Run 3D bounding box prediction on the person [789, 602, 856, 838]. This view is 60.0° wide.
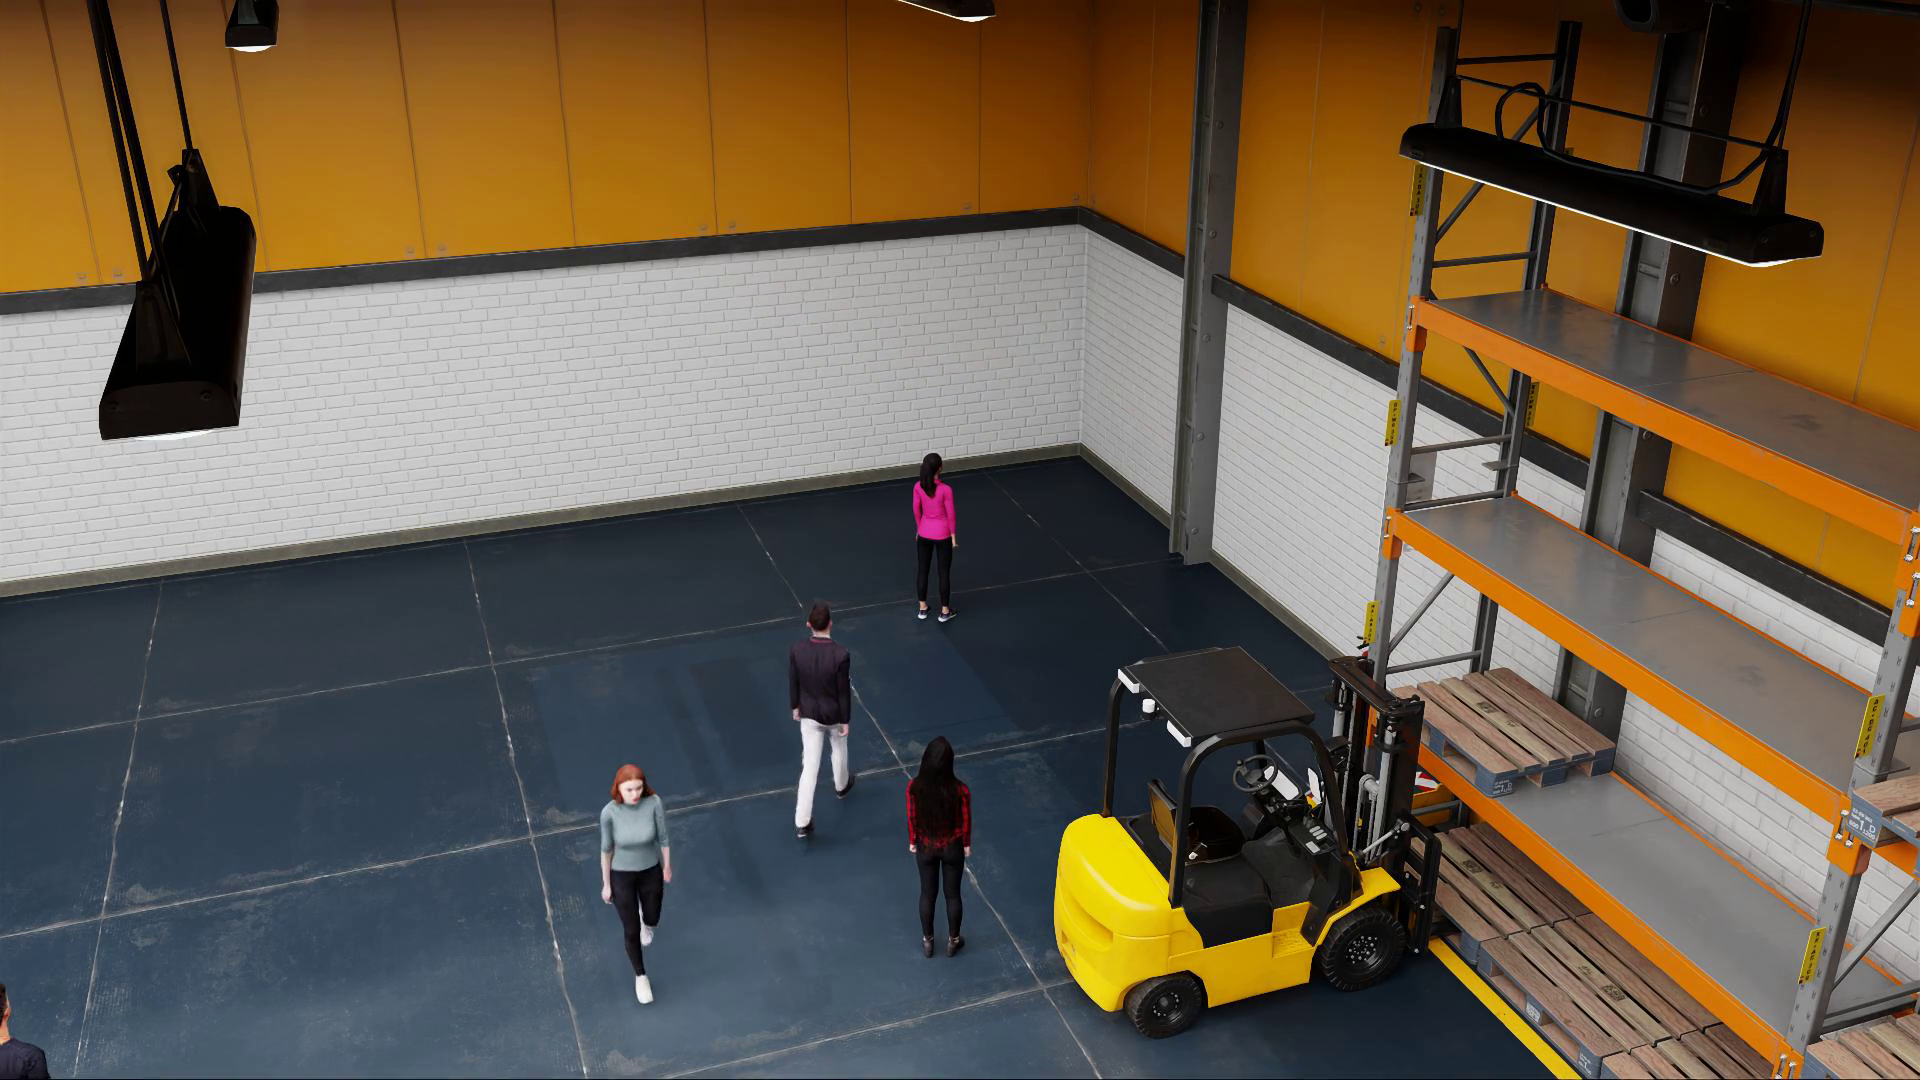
[{"bbox_3d":[-1.083,1.389,12.566,1.129,1.795,1.335,5,24,12],"label":"person"}]

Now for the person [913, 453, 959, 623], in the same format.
[{"bbox_3d":[-0.248,-0.037,15.950,0.690,1.699,0.746,9,25,21],"label":"person"}]

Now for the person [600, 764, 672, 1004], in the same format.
[{"bbox_3d":[-2.129,2.162,10.888,0.624,1.724,0.882,-7,24,-15],"label":"person"}]

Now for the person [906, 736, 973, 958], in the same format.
[{"bbox_3d":[-0.133,2.071,11.178,0.659,1.657,0.647,2,24,5],"label":"person"}]
